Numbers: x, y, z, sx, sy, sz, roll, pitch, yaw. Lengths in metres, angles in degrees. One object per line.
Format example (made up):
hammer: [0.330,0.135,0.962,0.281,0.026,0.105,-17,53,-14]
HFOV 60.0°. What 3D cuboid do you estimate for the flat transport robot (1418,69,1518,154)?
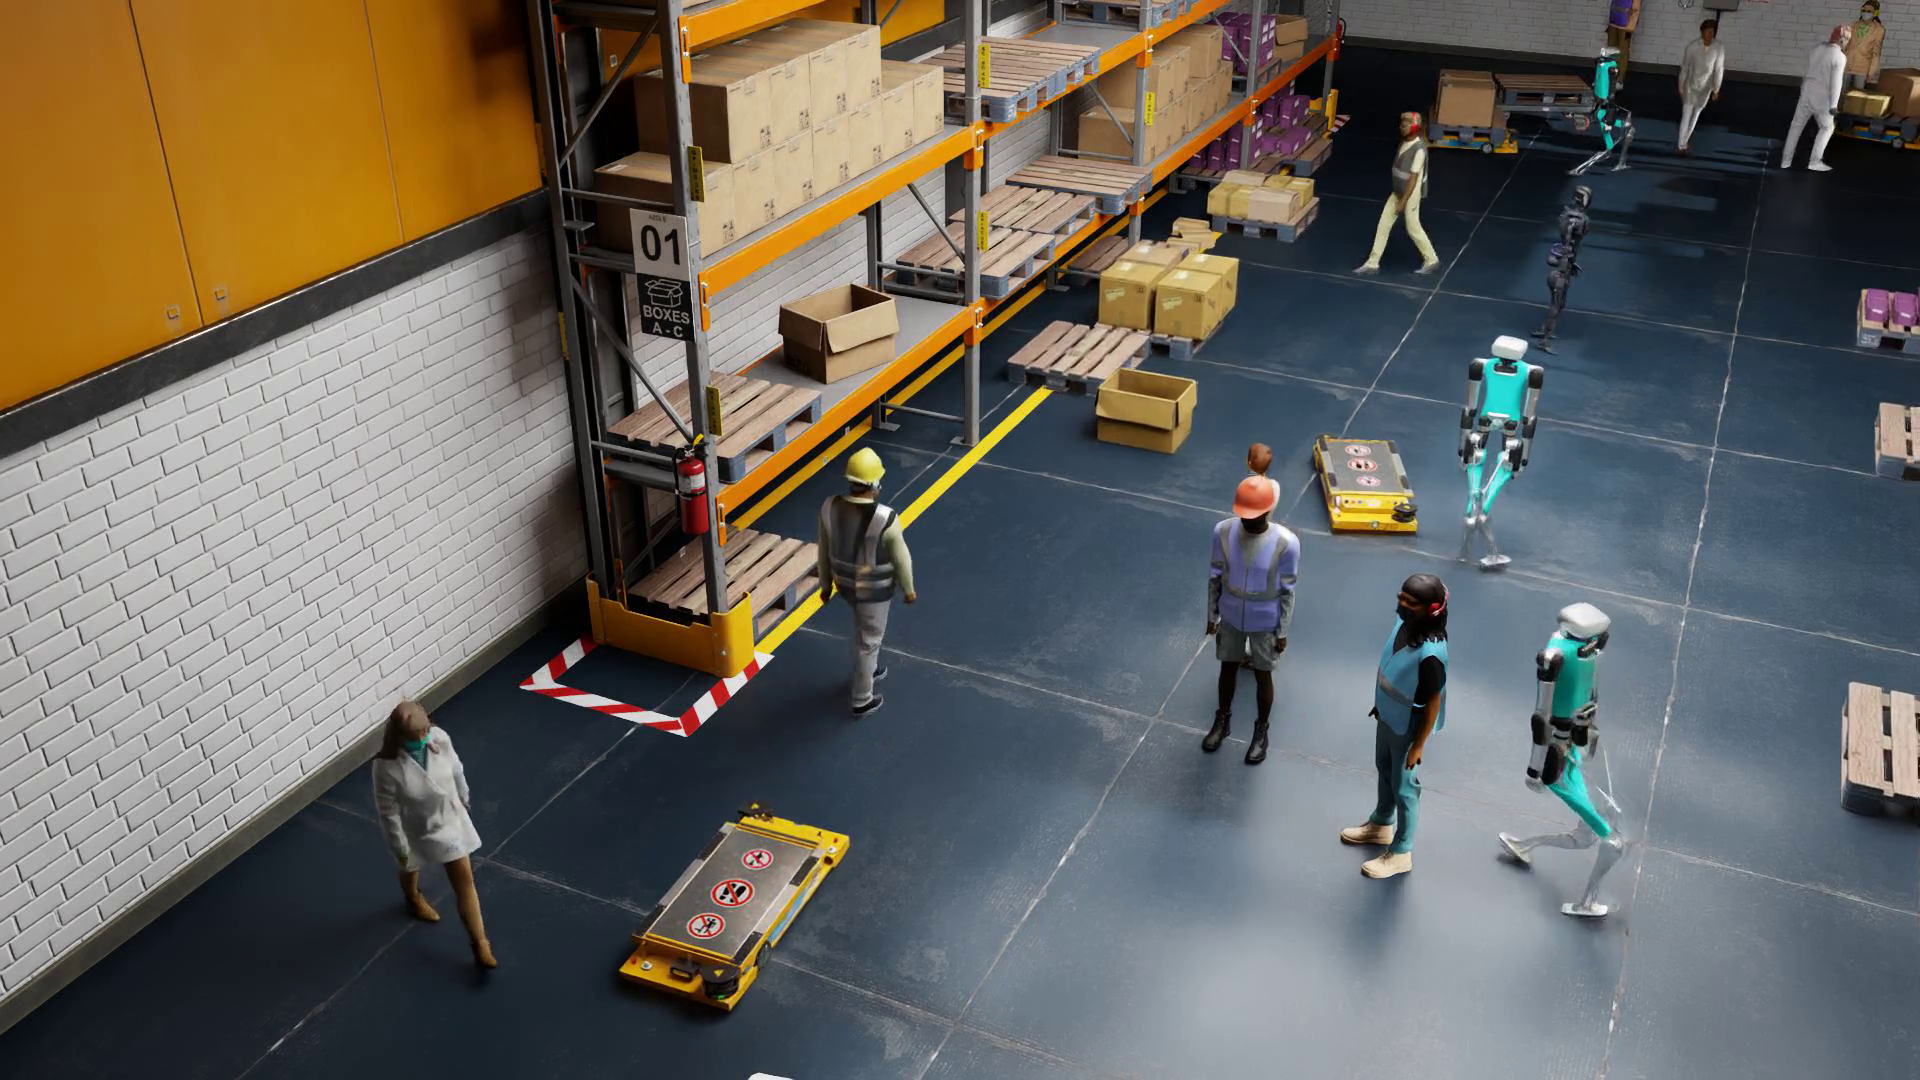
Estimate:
flat transport robot: [6.978,-5.560,23.038,1.431,0.231,0.659,7,29,13]

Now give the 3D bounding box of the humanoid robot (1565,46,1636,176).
humanoid robot: [8.434,-5.447,21.332,1.062,1.744,0.582,-2,28,-4]

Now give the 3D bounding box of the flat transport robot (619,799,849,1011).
flat transport robot: [-1.205,1.960,9.093,0.659,0.231,1.431,11,30,19]

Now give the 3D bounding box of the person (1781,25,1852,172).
person: [11.223,-5.755,21.712,0.570,1.880,0.644,-8,29,-15]

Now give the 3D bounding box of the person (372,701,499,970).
person: [-2.740,1.469,8.593,0.510,1.593,0.935,-21,35,-34]

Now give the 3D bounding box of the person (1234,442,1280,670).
person: [1.913,0.123,11.055,0.444,1.637,0.371,-21,35,-34]

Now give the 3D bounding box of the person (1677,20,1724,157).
person: [9.982,-6.112,22.476,0.509,1.783,0.941,4,29,8]

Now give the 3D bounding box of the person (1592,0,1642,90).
person: [10.257,-7.970,25.755,0.409,1.933,0.533,-10,30,-18]

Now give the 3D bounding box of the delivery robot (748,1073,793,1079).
delivery robot: [-0.897,2.762,7.322,0.499,0.610,0.788,7,29,12]

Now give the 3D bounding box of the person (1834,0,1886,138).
person: [12.530,-6.593,23.263,0.552,1.877,0.409,24,37,37]

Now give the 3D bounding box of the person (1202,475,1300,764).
person: [1.743,0.477,10.101,0.542,1.929,0.385,13,31,23]

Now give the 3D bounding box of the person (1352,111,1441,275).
person: [4.857,-3.752,18.061,0.928,1.807,0.563,-6,29,-10]

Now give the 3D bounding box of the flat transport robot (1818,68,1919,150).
flat transport robot: [12.921,-5.733,23.358,1.431,0.231,0.659,22,35,35]

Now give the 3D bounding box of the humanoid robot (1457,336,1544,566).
humanoid robot: [3.888,-0.546,12.224,0.530,1.817,0.722,12,31,21]

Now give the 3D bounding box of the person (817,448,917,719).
person: [-0.552,0.248,10.652,0.596,1.805,0.702,18,33,30]

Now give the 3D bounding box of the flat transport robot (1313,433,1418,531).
flat transport robot: [3.302,-0.481,13.619,0.659,0.231,1.431,2,28,4]

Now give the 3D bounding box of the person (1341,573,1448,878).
person: [2.442,1.012,9.169,0.379,1.863,0.538,-5,29,-9]

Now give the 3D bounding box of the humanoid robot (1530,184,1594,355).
humanoid robot: [5.856,-2.672,16.195,0.392,1.642,0.590,14,31,24]

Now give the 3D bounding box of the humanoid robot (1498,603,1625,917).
humanoid robot: [3.413,1.248,8.889,0.541,1.756,0.995,-21,35,-34]
